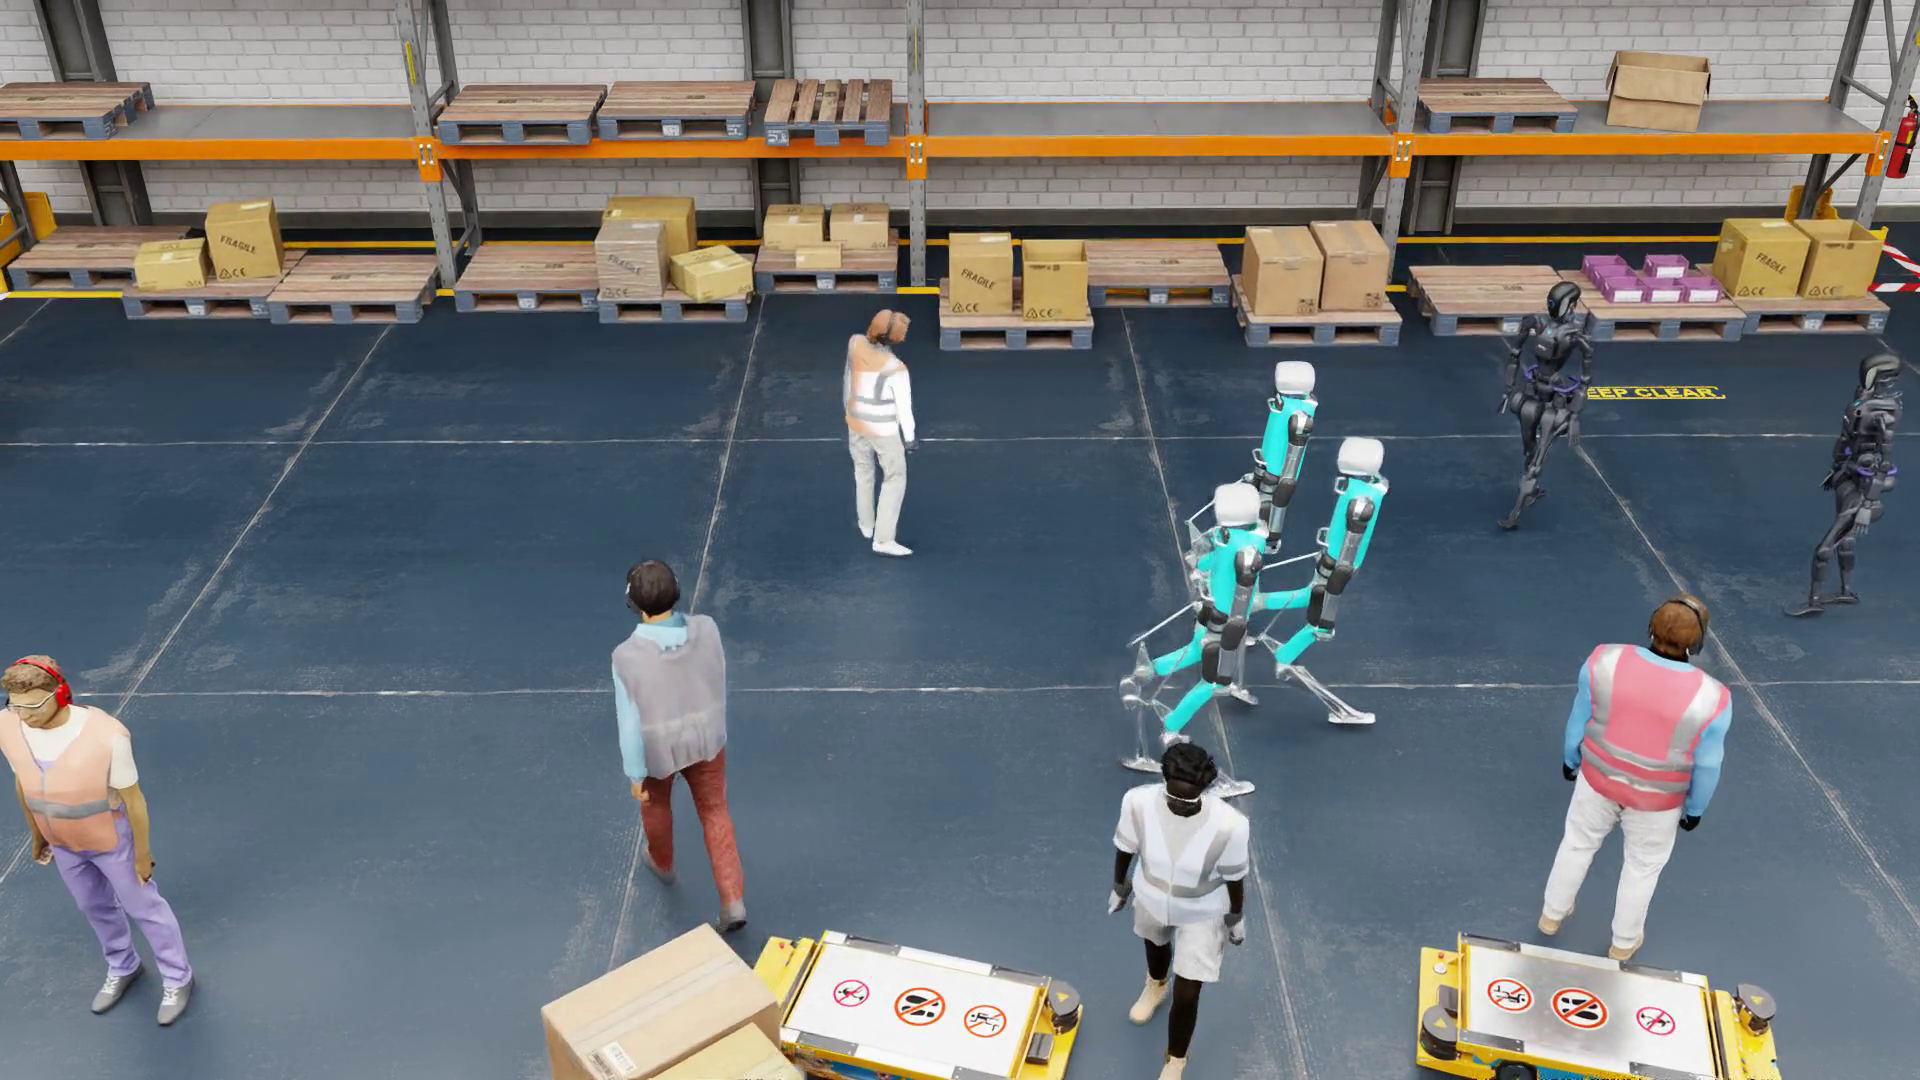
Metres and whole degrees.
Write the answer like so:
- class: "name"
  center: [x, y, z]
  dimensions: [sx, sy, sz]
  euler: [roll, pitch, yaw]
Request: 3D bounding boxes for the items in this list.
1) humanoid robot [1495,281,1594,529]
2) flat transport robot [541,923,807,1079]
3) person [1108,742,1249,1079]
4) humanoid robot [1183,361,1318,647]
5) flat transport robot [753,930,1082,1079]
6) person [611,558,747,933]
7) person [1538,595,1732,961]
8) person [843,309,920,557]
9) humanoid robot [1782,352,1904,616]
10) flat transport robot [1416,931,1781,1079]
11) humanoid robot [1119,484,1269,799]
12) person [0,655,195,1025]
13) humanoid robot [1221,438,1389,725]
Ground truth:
- class: "humanoid robot"
  center: [3.650, -0.864, 10.505]
  dimensions: [0.733, 1.629, 0.616]
  euler: [-23, 38, -33]
- class: "flat transport robot"
  center: [-1.053, 2.529, 6.200]
  dimensions: [1.431, 0.231, 0.659]
  euler: [-22, 38, -32]
- class: "person"
  center: [0.841, 1.485, 6.590]
  dimensions: [0.570, 1.660, 0.806]
  euler: [15, 34, 23]
- class: "humanoid robot"
  center: [1.530, -0.191, 9.209]
  dimensions: [0.748, 1.688, 0.530]
  euler: [0, 31, -1]
- class: "flat transport robot"
  center: [-0.249, 2.036, 7.022]
  dimensions: [1.431, 0.231, 0.659]
  euler: [8, 32, 14]
- class: "person"
  center: [-1.244, 0.912, 7.352]
  dimensions: [0.522, 1.840, 0.839]
  euler: [-14, 34, -21]
- class: "person"
  center: [2.910, 1.034, 7.174]
  dimensions: [0.637, 1.831, 0.430]
  euler: [21, 37, 31]
- class: "person"
  center: [-0.505, -0.679, 10.236]
  dimensions: [0.611, 1.614, 0.333]
  euler: [24, 39, 35]
- class: "humanoid robot"
  center: [5.148, -0.321, 9.581]
  dimensions: [0.538, 1.640, 0.614]
  euler: [3, 31, 5]
- class: "flat transport robot"
  center: [2.670, 2.056, 6.989]
  dimensions: [1.431, 0.231, 0.659]
  euler: [8, 32, 13]
- class: "humanoid robot"
  center: [1.035, 0.531, 8.137]
  dimensions: [0.862, 1.786, 0.541]
  euler: [0, 31, 0]
- class: "person"
  center: [-3.565, 1.217, 6.863]
  dimensions: [0.569, 1.836, 0.375]
  euler: [6, 32, 10]
- class: "humanoid robot"
  center: [1.707, 0.252, 8.610]
  dimensions: [1.042, 1.758, 0.534]
  euler: [8, 32, 13]
